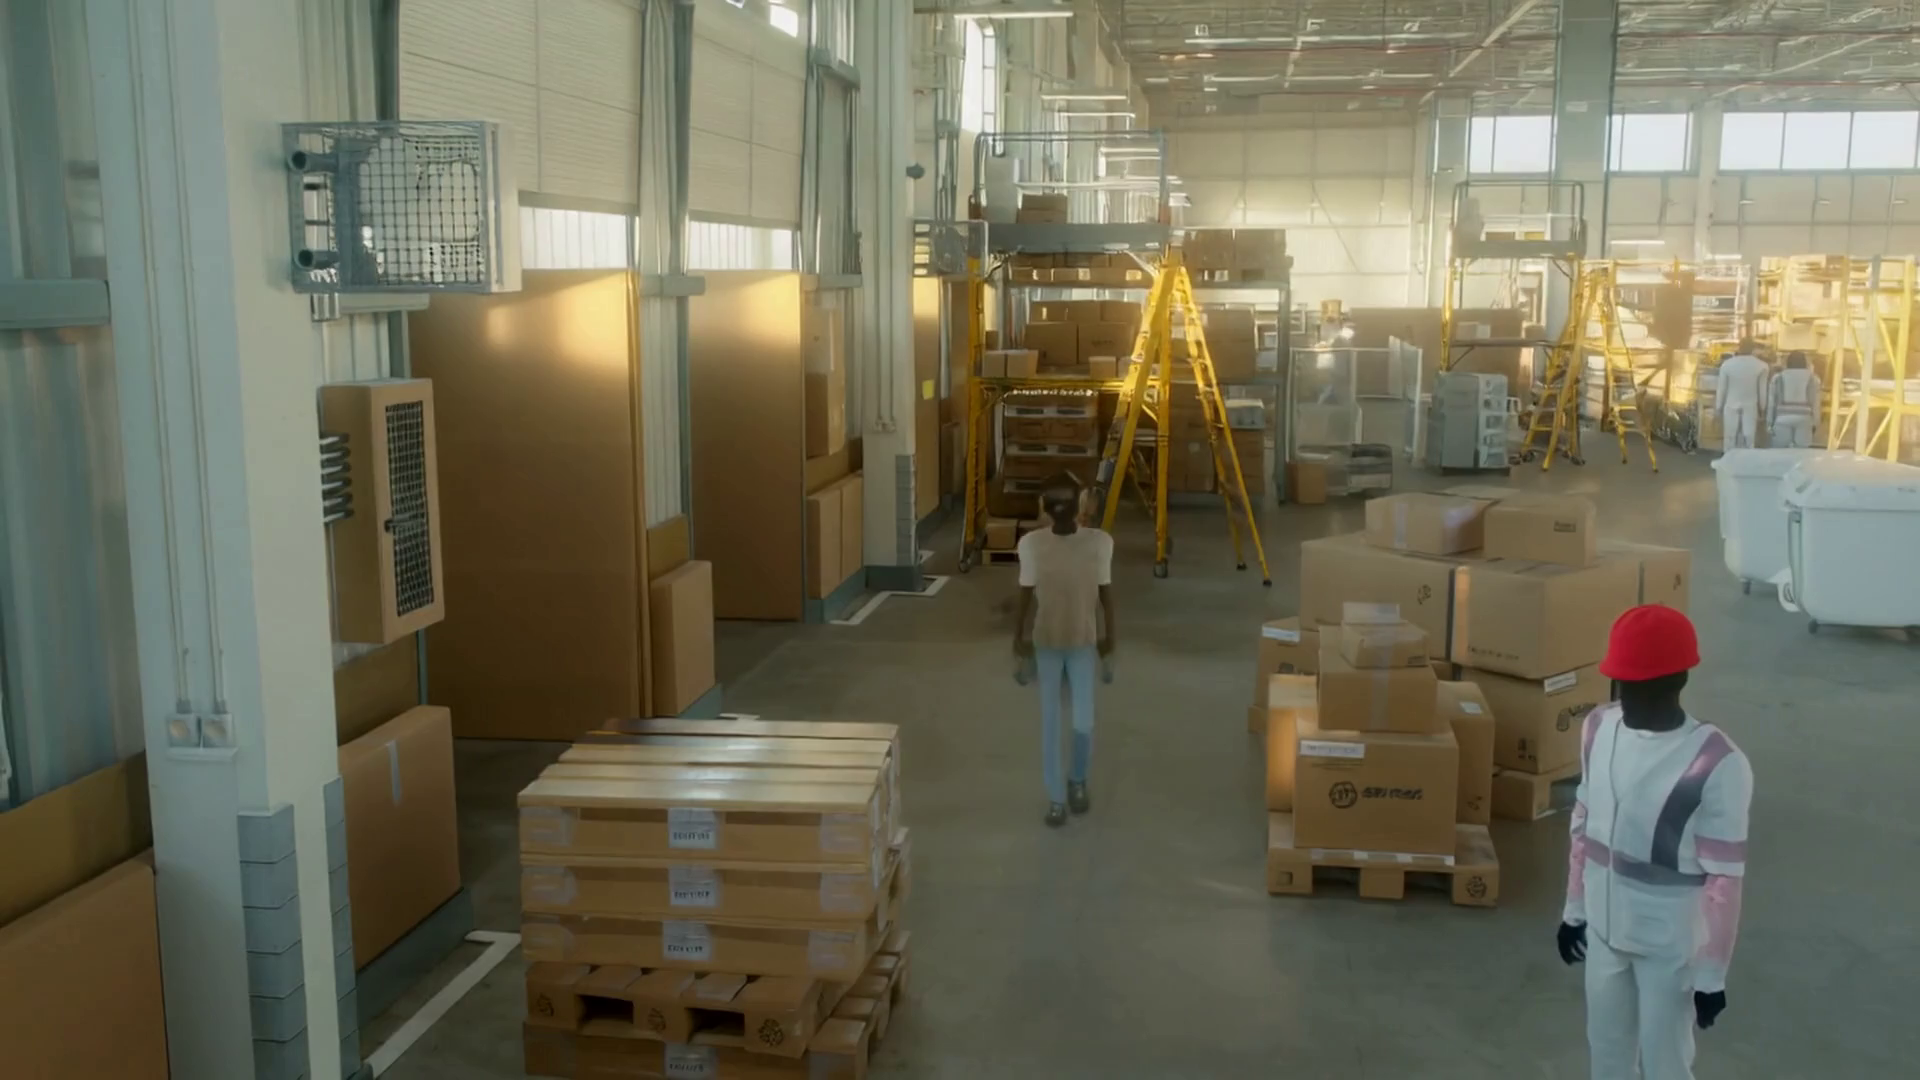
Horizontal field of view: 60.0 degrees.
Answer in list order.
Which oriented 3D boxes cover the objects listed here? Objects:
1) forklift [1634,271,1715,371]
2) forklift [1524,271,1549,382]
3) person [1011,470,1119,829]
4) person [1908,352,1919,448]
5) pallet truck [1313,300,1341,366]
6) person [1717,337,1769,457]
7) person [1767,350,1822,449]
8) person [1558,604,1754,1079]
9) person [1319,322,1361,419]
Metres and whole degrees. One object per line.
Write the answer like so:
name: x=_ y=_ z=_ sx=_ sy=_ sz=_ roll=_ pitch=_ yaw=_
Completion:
forklift: x=20.351 y=-6.222 z=47.138 sx=1.873 sy=2.768 sz=1.129 roll=-3 pitch=10 yaw=-17
forklift: x=15.019 y=-5.387 z=41.992 sx=1.129 sy=2.768 sz=1.873 roll=8 pitch=12 yaw=40
person: x=0.530 y=0.562 z=8.474 sx=0.548 sy=1.847 sz=0.390 roll=1 pitch=9 yaw=9
person: x=15.505 y=-2.337 z=26.717 sx=0.335 sy=1.735 sz=0.484 roll=5 pitch=10 yaw=28
pallet truck: x=11.159 y=-6.200 z=49.718 sx=0.823 sy=1.965 sz=1.885 roll=4 pitch=10 yaw=26
person: x=10.828 y=-1.841 z=23.057 sx=0.633 sy=1.932 sz=0.369 roll=3 pitch=10 yaw=18
person: x=10.610 y=-1.493 z=21.189 sx=0.619 sy=1.839 sz=0.430 roll=4 pitch=10 yaw=22
person: x=1.967 y=1.123 z=4.807 sx=0.395 sy=1.918 sz=0.587 roll=-4 pitch=10 yaw=-22
person: x=7.268 y=-3.268 z=32.051 sx=0.662 sy=1.871 sz=0.993 roll=-8 pitch=12 yaw=-41
